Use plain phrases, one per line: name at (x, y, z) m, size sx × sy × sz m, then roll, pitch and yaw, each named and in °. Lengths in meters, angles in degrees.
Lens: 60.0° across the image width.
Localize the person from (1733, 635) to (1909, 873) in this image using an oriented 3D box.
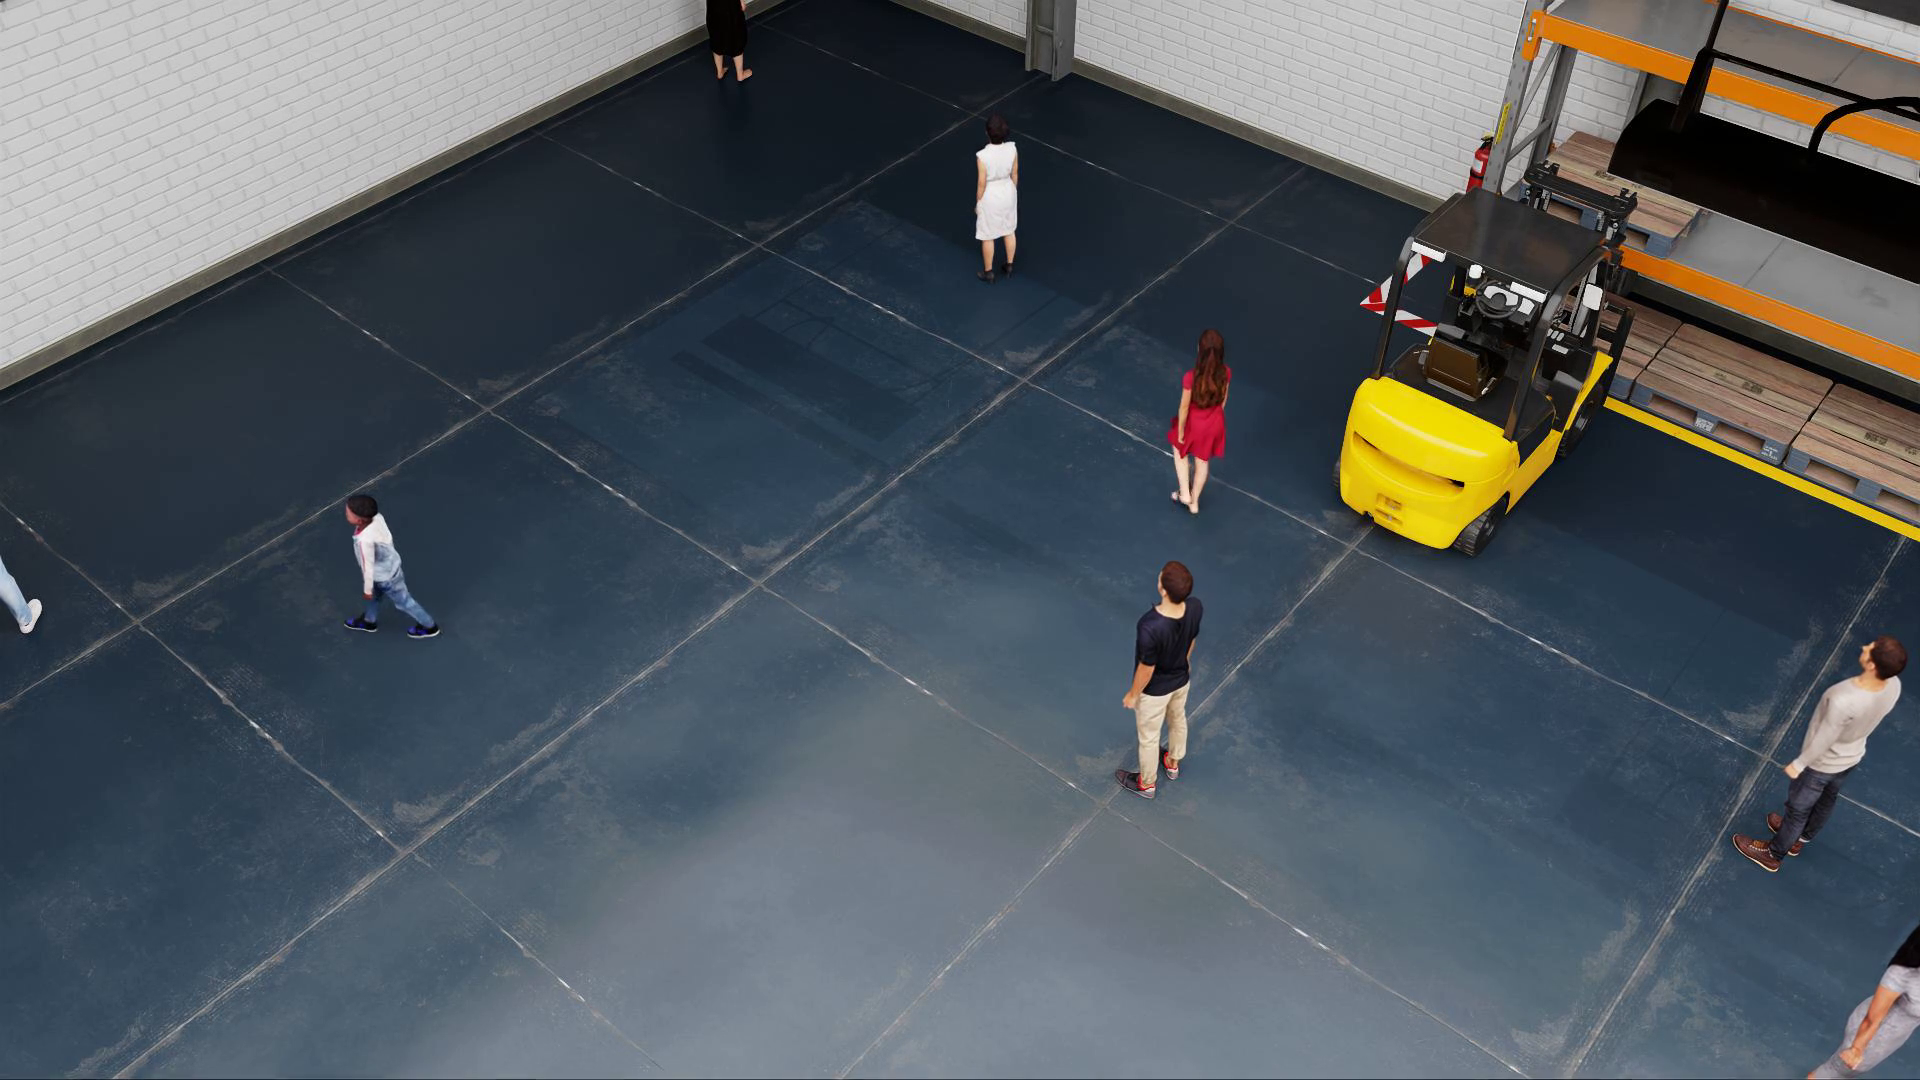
person at (4.894, 1.211, 9.353) m, size 0.723 × 1.868 × 0.698 m, roll -21°, pitch 47°, yaw -21°

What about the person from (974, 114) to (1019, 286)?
person at (0.306, -2.832, 13.824) m, size 0.627 × 1.556 × 0.630 m, roll -20°, pitch 47°, yaw -20°

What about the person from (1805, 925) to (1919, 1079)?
person at (4.496, 2.403, 8.165) m, size 0.659 × 1.781 × 0.644 m, roll -22°, pitch 48°, yaw -21°

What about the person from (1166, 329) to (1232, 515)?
person at (1.715, -0.781, 11.681) m, size 0.702 × 1.541 × 0.765 m, roll -9°, pitch 44°, yaw -9°

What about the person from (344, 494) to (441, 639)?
person at (-3.720, 0.205, 10.875) m, size 0.901 × 1.226 × 0.828 m, roll -2°, pitch 44°, yaw -2°

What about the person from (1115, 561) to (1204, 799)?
person at (1.196, 0.823, 9.766) m, size 0.676 × 1.859 × 0.586 m, roll -29°, pitch 51°, yaw -27°

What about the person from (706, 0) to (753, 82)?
person at (-2.333, -5.303, 16.367) m, size 0.626 × 1.625 × 0.714 m, roll 12°, pitch 45°, yaw 12°
